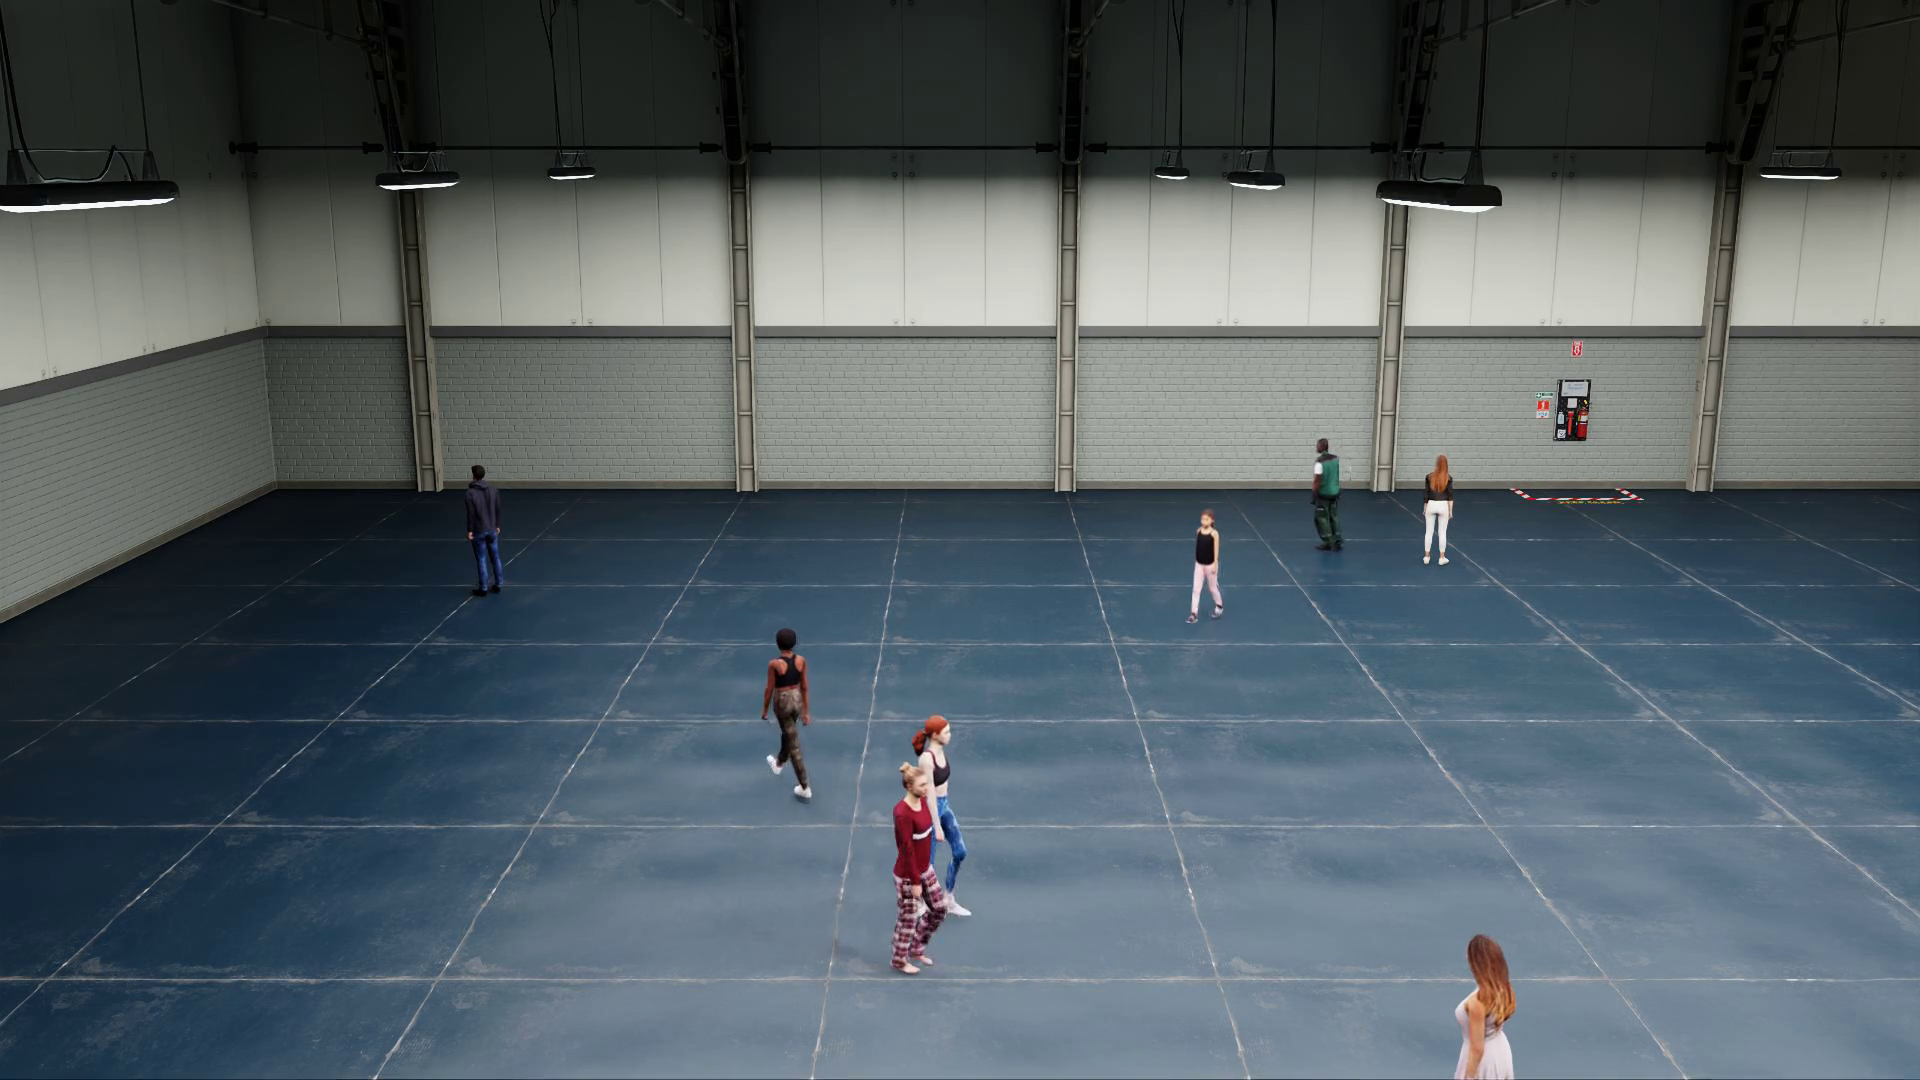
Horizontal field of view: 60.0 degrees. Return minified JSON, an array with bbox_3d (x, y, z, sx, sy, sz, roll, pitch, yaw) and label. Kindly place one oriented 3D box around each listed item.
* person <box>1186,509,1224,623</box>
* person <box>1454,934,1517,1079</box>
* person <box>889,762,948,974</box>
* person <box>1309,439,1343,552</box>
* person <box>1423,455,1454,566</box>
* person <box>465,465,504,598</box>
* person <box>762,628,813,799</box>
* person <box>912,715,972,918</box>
[{"bbox_3d":[3.367,0.346,22.470,1.034,1.529,1.021,10,17,37],"label":"person"},{"bbox_3d":[3.080,3.160,9.788,0.681,1.769,0.741,-13,18,-43],"label":"person"},{"bbox_3d":[-0.429,2.517,12.746,0.796,1.686,0.757,7,15,28],"label":"person"},{"bbox_3d":[5.851,-0.697,26.371,0.835,1.802,0.987,-5,14,-20],"label":"person"},{"bbox_3d":[7.361,-0.475,25.630,0.595,1.703,0.727,6,14,23],"label":"person"},{"bbox_3d":[-6.799,-0.143,23.776,0.747,1.894,0.814,-12,18,-42],"label":"person"},{"bbox_3d":[-1.639,1.727,16.258,1.163,1.641,1.077,-9,16,-33],"label":"person"},{"bbox_3d":[-0.292,2.277,13.594,0.804,1.771,0.704,5,14,21],"label":"person"}]
